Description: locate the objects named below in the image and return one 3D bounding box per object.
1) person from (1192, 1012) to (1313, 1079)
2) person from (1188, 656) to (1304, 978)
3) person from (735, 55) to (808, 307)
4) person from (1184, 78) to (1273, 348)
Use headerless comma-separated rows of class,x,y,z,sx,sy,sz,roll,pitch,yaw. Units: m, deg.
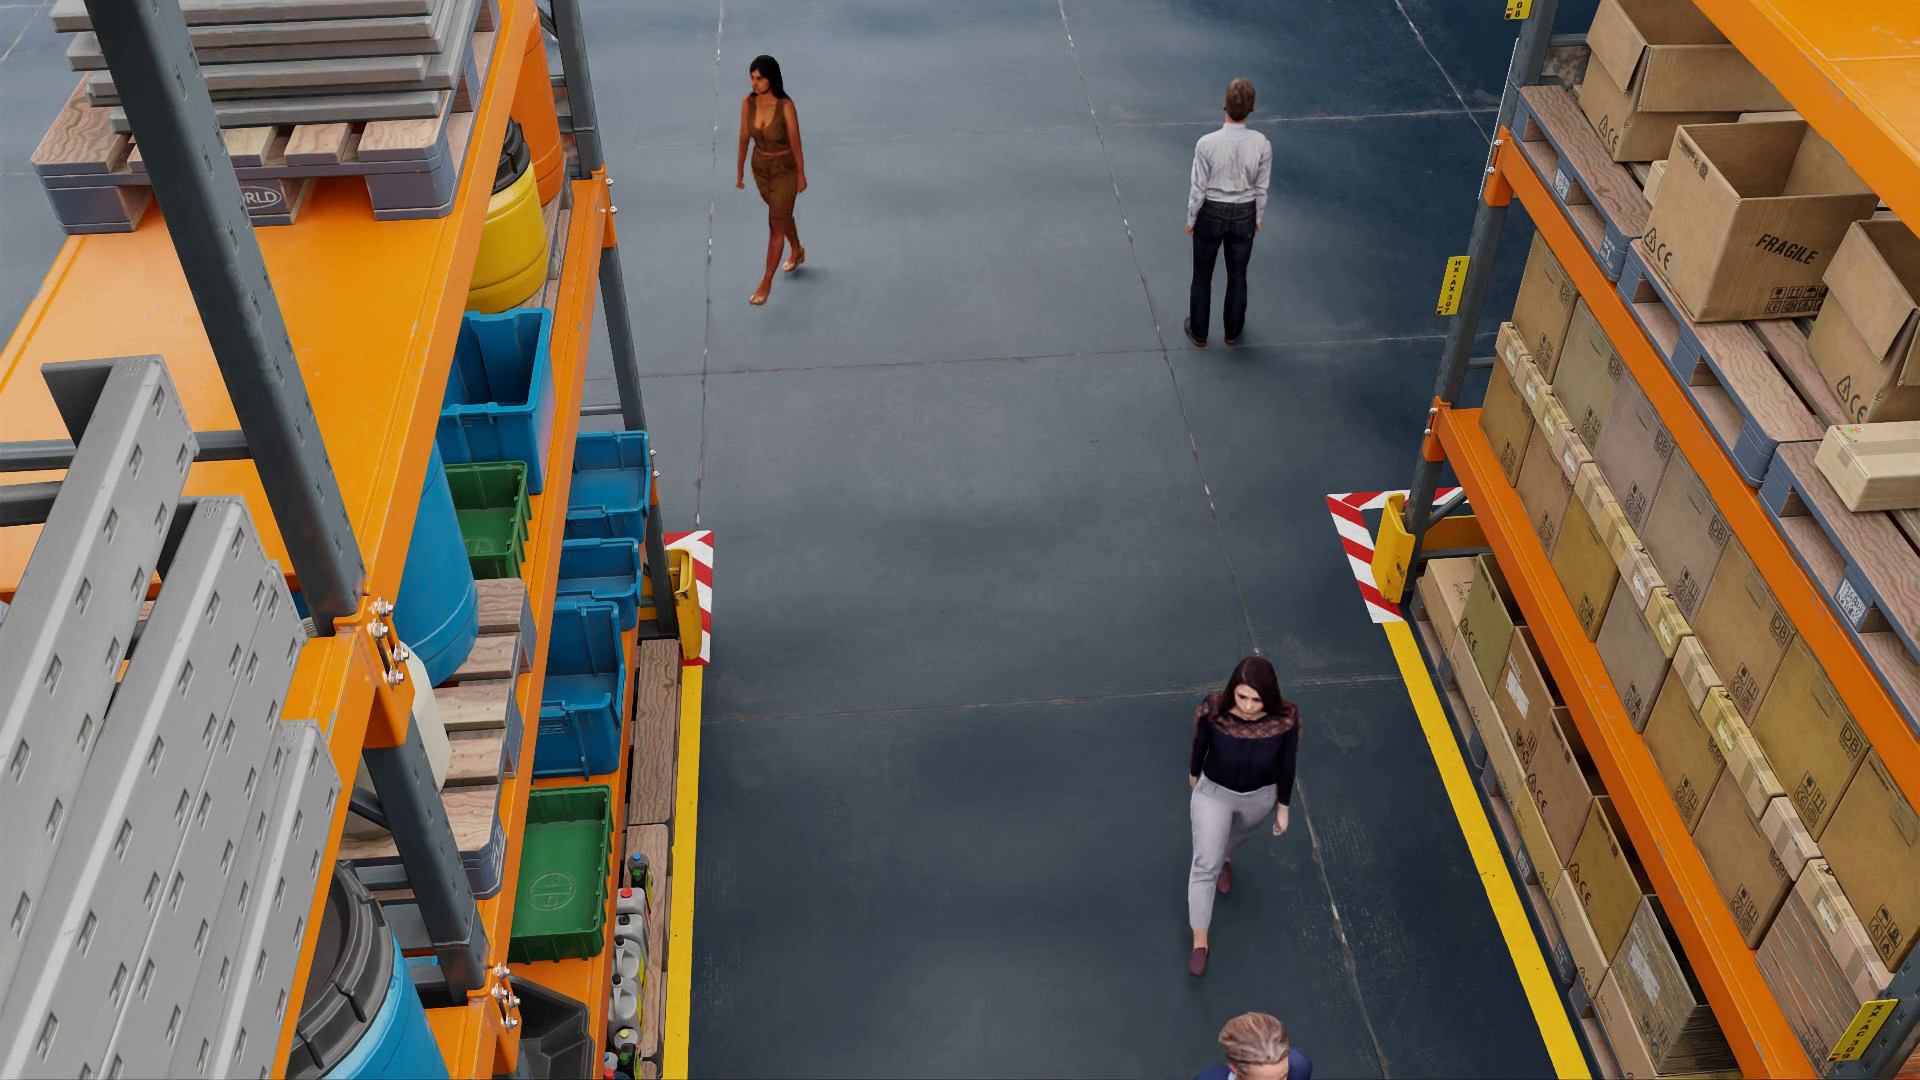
person,0.904,2.134,5.798,0.804,1.852,0.864,-16,45,-17
person,1.204,1.053,7.196,0.717,1.572,1.052,4,42,4
person,-1.167,-2.437,10.977,0.940,1.655,1.078,21,46,21
person,1.663,-2.031,10.408,0.659,1.820,0.570,-1,42,-1
